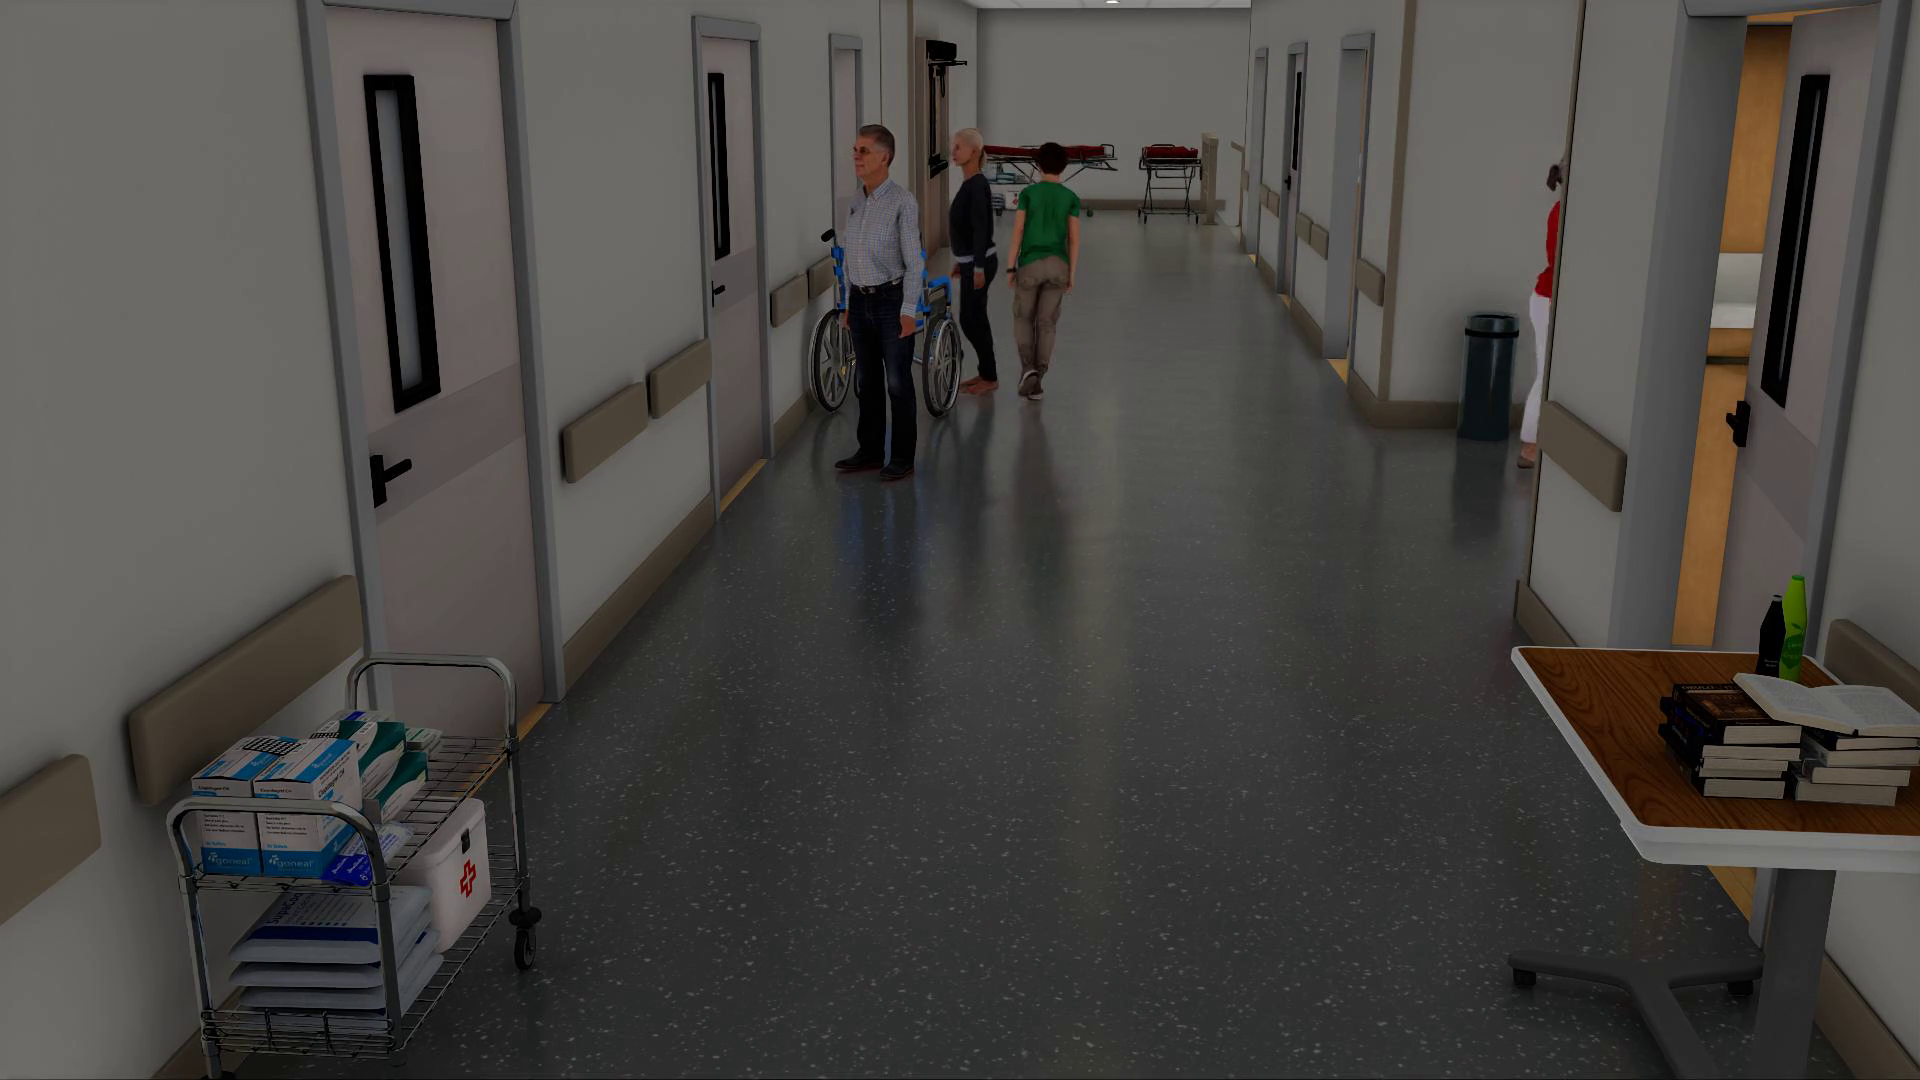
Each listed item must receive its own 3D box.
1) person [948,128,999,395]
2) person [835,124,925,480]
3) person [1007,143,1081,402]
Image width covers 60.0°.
[{"bbox_3d":[0.115,-1.840,10.975,0.820,1.723,0.556,0,16,-1],"label":"person"},{"bbox_3d":[-0.407,-1.236,8.654,0.734,1.819,0.761,13,20,39],"label":"person"},{"bbox_3d":[0.542,-1.687,10.610,0.650,1.626,0.748,-1,16,-4],"label":"person"}]
